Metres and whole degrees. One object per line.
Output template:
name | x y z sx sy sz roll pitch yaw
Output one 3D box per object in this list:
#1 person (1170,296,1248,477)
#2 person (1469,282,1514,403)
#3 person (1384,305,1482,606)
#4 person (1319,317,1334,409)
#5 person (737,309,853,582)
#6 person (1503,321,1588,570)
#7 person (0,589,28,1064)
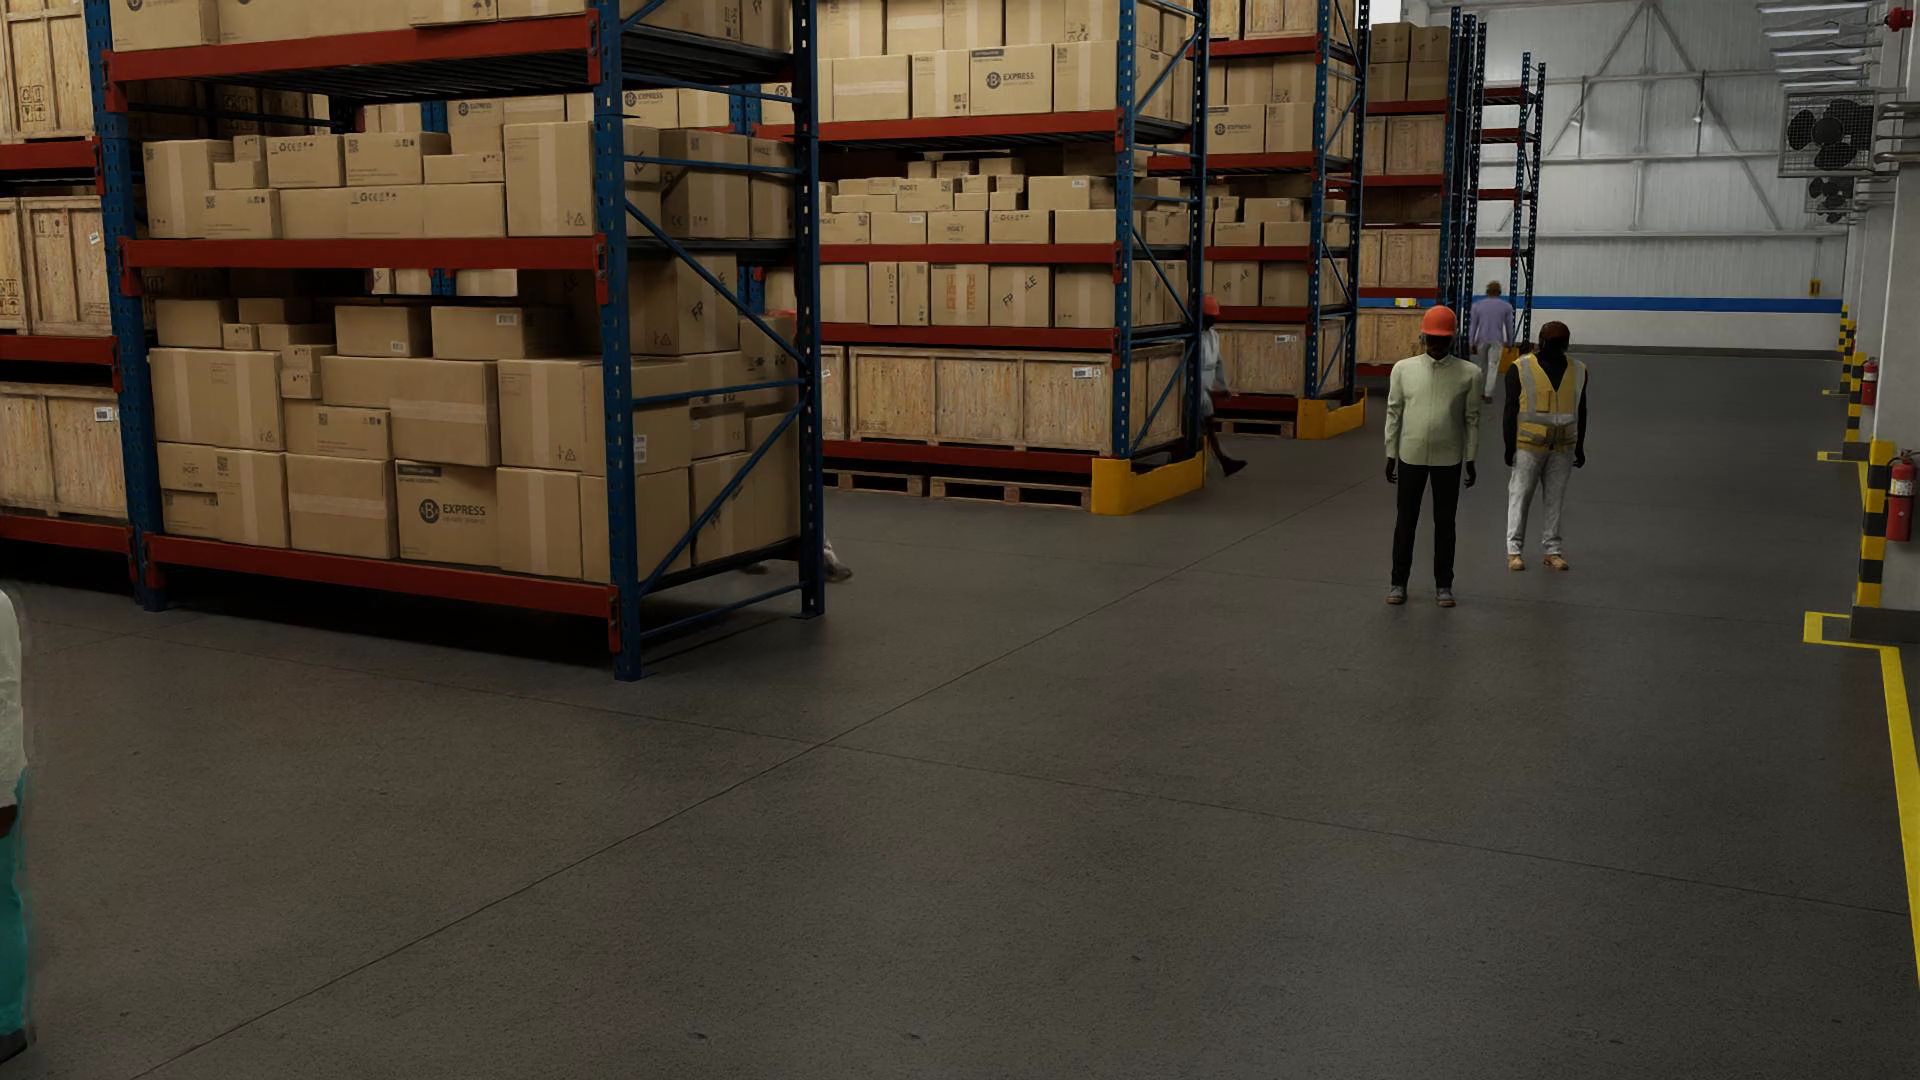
person | 2.595 -1.601 17.406 1.002 1.877 0.557 7 12 35
person | 8.308 -3.087 26.018 0.649 1.887 1.037 5 11 26
person | 3.116 -0.552 11.004 0.608 1.994 0.382 3 10 15
person | 5.193 -2.700 24.223 0.511 1.715 0.680 -6 12 -31
person | -1.253 -0.666 11.865 1.060 1.945 0.625 8 13 39
person | 4.308 -0.688 12.244 0.620 1.842 0.429 0 10 -1
person | -2.839 0.660 4.653 0.545 1.754 0.364 3 10 19
